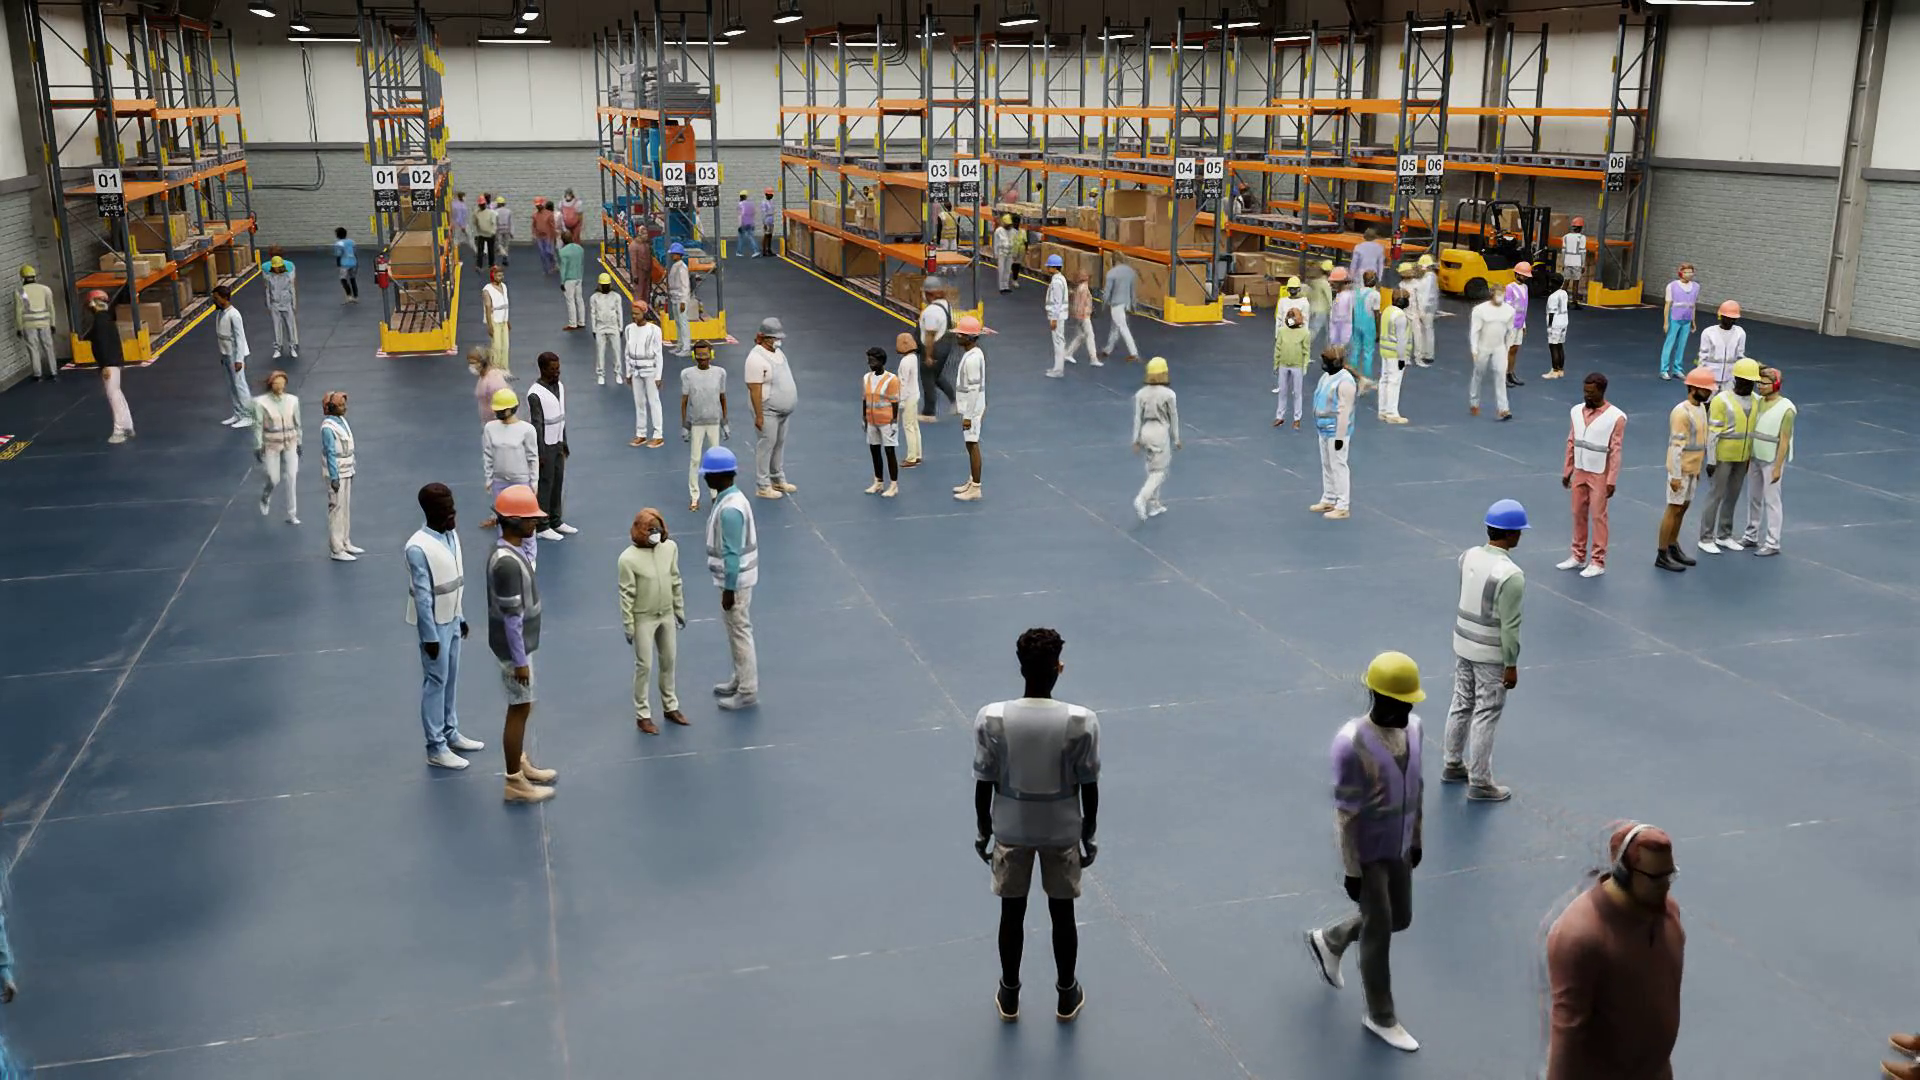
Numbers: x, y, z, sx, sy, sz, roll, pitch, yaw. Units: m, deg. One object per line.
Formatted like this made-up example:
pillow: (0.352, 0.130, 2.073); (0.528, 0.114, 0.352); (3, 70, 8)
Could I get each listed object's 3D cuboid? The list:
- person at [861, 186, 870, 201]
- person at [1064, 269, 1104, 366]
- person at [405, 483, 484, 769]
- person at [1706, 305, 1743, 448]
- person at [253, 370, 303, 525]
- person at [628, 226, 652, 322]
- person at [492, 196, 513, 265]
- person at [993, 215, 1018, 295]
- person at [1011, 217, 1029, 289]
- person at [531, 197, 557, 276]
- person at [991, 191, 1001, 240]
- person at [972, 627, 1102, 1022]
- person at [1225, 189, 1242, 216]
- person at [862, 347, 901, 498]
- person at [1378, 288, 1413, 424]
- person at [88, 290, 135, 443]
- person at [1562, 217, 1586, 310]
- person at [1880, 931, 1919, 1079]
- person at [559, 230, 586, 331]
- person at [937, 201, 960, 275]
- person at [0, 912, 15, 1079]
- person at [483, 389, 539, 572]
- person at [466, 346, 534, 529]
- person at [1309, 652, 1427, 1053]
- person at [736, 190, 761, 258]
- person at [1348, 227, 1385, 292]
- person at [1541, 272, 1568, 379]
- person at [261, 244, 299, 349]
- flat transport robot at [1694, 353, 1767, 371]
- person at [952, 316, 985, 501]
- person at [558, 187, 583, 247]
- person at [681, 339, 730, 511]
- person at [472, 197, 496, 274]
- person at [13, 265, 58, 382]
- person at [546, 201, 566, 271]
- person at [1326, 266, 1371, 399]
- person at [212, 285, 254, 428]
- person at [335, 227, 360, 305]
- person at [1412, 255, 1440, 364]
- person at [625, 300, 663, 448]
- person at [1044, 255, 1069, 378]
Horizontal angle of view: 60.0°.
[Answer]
person: (-2.722, -9.531, 49.167); (0.503, 1.858, 0.336); (11, 19, 36)
person: (2.066, -3.723, 27.820); (0.609, 1.604, 0.525); (-1, 15, -5)
person: (-3.467, 0.554, 11.086); (0.392, 1.920, 0.587); (1, 15, 4)
person: (9.681, -2.100, 21.170); (0.533, 1.868, 0.310); (-2, 15, -6)
person: (-7.136, -0.974, 17.391); (0.452, 1.621, 0.529); (14, 20, 41)
person: (-6.316, -5.283, 33.103); (0.400, 1.900, 0.649); (5, 16, 18)
person: (-12.170, -8.209, 44.242); (0.610, 1.822, 0.479); (-11, 18, -36)
person: (1.054, -6.484, 37.820); (0.605, 1.802, 0.573); (-10, 18, -33)
person: (1.333, -6.751, 39.048); (0.537, 1.664, 0.758); (-6, 16, -20)
person: (-10.441, -7.588, 41.619); (0.637, 1.969, 0.509); (2, 15, 8)
person: (1.148, -10.178, 52.040); (0.370, 1.619, 0.517); (-1, 15, -2)
person: (0.365, 1.368, 7.941); (0.609, 1.960, 0.374); (2, 15, 6)
person: (7.495, -8.702, 45.854); (0.384, 1.951, 0.605); (-10, 18, -32)
person: (-0.885, -1.324, 18.597); (0.543, 1.685, 0.319); (12, 19, 38)
person: (5.980, -2.531, 22.843); (0.430, 1.844, 0.624); (-2, 15, -7)
person: (-11.073, -2.253, 21.621); (0.383, 1.943, 0.722); (-5, 16, -17)
person: (12.928, -5.814, 35.014); (0.357, 1.938, 0.543); (-11, 19, -36)
person: (4.423, 1.565, 7.393); (0.393, 1.876, 0.602); (7, 16, 24)
person: (-7.427, -4.961, 31.825); (0.378, 1.929, 0.634); (8, 17, 27)
person: (-0.307, -7.629, 42.025); (0.619, 1.845, 0.430); (-6, 16, -21)
person: (-4.226, 1.837, 6.874); (0.478, 1.608, 0.541); (12, 19, 39)
person: (-4.188, -0.545, 15.526); (0.523, 1.762, 0.329); (2, 15, 8)
person: (-4.735, -1.056, 17.167); (0.578, 1.910, 0.672); (-7, 17, -25)
person: (1.962, 1.416, 7.871); (0.598, 1.904, 0.707); (-11, 18, -35)
person: (-5.967, -8.848, 46.582); (0.647, 1.870, 0.955); (-14, 20, -42)
person: (7.940, -5.134, 32.491); (0.648, 1.917, 0.775); (-2, 15, -9)
person: (9.459, -3.396, 26.410); (0.333, 1.686, 0.532); (13, 20, 40)
person: (-12.058, -4.314, 29.542); (0.570, 1.844, 0.377); (-9, 17, -31)
flat transport robot: (12.547, -2.860, 27.089); (0.652, 0.197, 1.431); (1, 15, 4)
person: (0.095, -1.454, 18.397); (0.370, 2.048, 0.607); (0, 15, 0)
person: (-10.634, -8.612, 45.344); (0.696, 2.000, 0.840); (1, 15, 3)
person: (-2.742, -1.243, 17.944); (0.516, 1.871, 0.325); (-5, 16, -17)
person: (-12.072, -7.732, 42.231); (0.625, 1.927, 1.050); (-1, 15, -5)
person: (-14.519, -3.396, 26.117); (0.404, 1.829, 0.600); (11, 18, 36)
person: (-10.486, -7.831, 42.848); (0.635, 1.814, 0.452); (-1, 15, -3)
person: (5.587, -2.950, 24.099); (0.690, 2.021, 0.612); (4, 16, 16)
person: (-9.856, -2.493, 22.552); (0.371, 1.916, 0.597); (-13, 20, -41)
person: (-13.215, -5.940, 36.007); (0.446, 1.674, 0.586); (8, 17, 26)
person: (7.835, -3.865, 27.953); (0.486, 1.811, 0.630); (8, 17, 27)
person: (-4.024, -2.117, 21.213); (0.576, 1.879, 0.355); (8, 17, 29)
person: (1.535, -3.571, 26.551); (0.398, 1.949, 0.604); (2, 15, 8)
